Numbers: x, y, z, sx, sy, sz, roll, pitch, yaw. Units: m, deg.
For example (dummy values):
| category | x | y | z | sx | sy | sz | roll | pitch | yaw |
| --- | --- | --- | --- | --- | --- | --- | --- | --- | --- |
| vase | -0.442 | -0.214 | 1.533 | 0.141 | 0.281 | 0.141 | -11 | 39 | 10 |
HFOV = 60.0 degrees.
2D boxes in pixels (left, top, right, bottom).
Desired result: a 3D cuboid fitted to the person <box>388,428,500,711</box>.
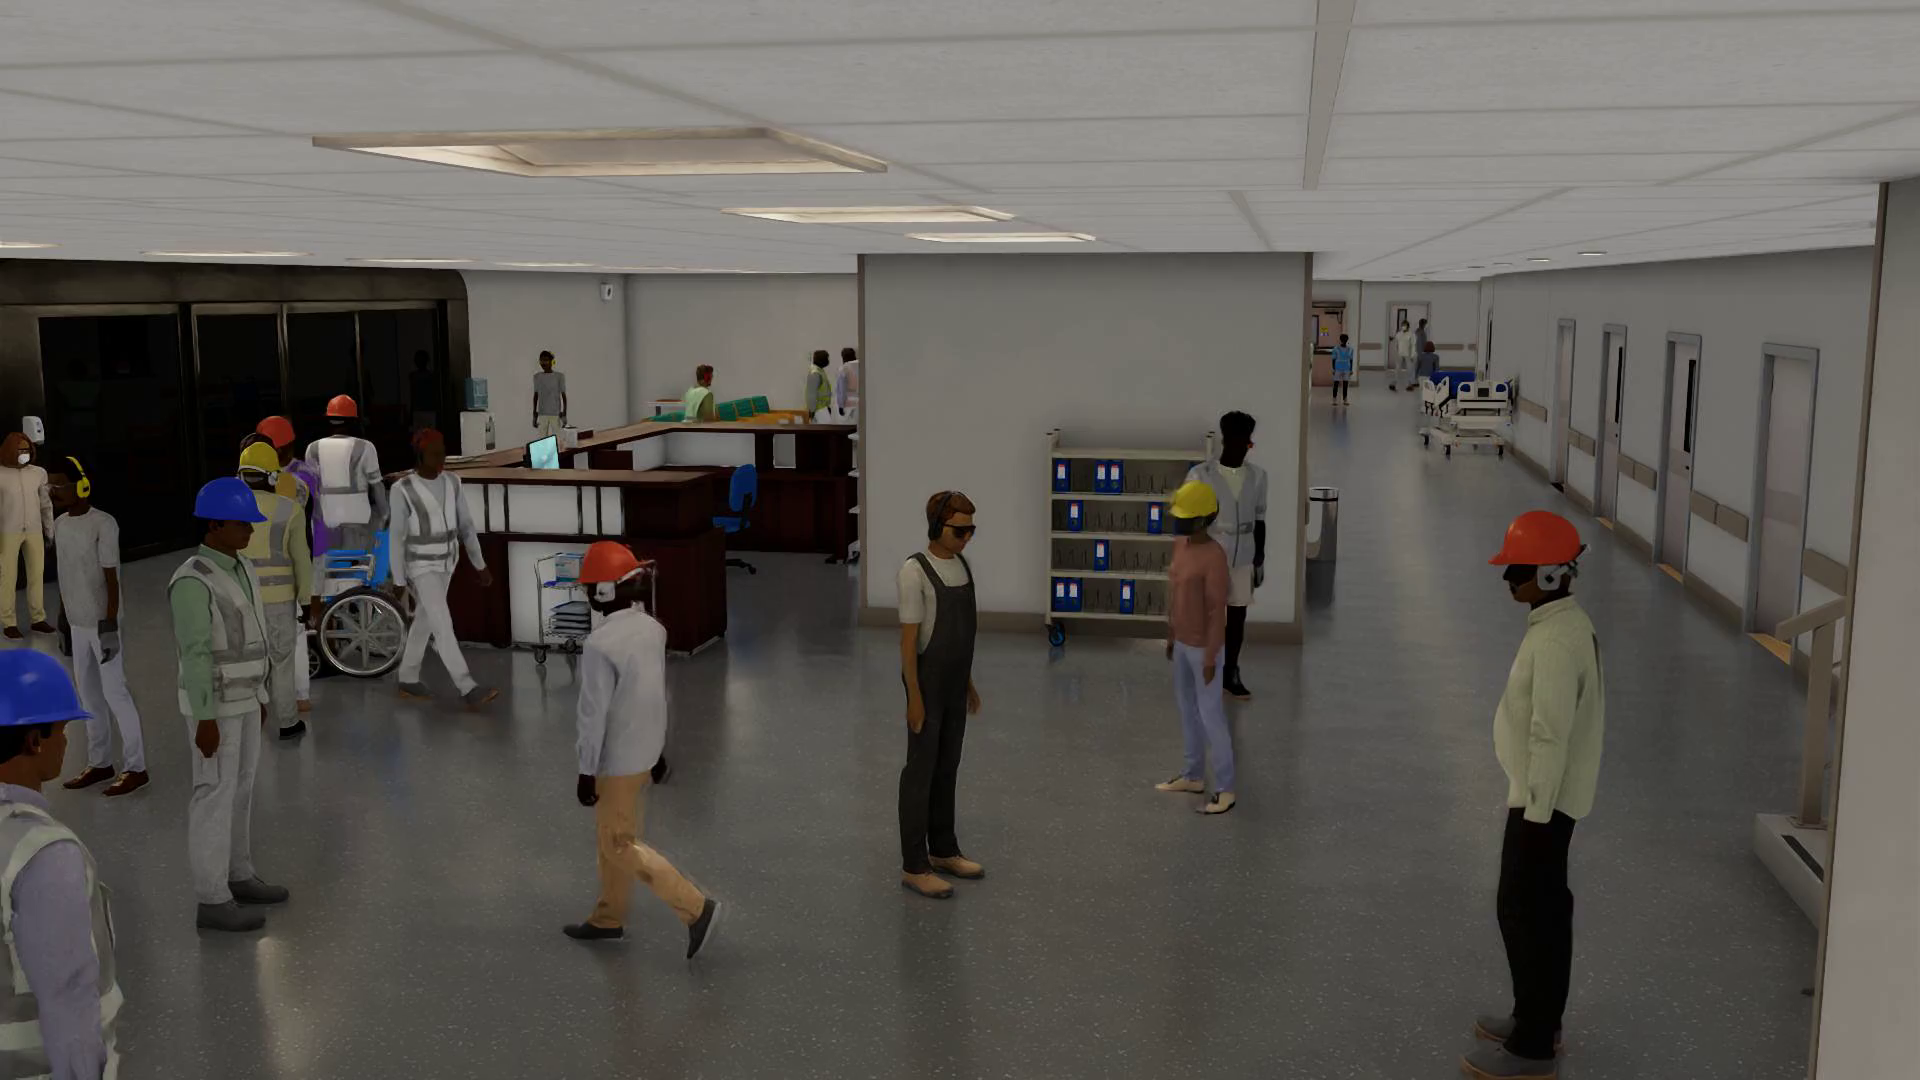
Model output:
| category | x | y | z | sx | sy | sz | roll | pitch | yaw |
| --- | --- | --- | --- | --- | --- | --- | --- | --- | --- |
| person | -3.394 | 0.191 | 10.887 | 0.976 | 1.829 | 0.599 | 4 | 9 | 25 |

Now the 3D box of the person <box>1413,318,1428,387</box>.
| category | x | y | z | sx | sy | sz | roll | pitch | yaw |
| --- | --- | --- | --- | --- | --- | --- | --- | --- | --- |
| person | 12.919 | -5.256 | 46.719 | 0.366 | 1.932 | 0.640 | 3 | 9 | 21 |

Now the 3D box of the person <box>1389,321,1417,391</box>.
| category | x | y | z | sx | sy | sz | roll | pitch | yaw |
| --- | --- | --- | --- | --- | --- | --- | --- | --- | --- |
| person | 11.969 | -4.957 | 44.845 | 0.648 | 1.889 | 1.012 | 8 | 12 | 43 |

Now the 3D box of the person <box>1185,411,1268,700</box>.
| category | x | y | z | sx | sy | sz | roll | pitch | yaw |
| --- | --- | --- | --- | --- | --- | --- | --- | --- | --- |
| person | 1.760 | 0.116 | 11.002 | 0.605 | 1.954 | 0.389 | -3 | 9 | -18 |

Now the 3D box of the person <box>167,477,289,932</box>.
| category | x | y | z | sx | sy | sz | roll | pitch | yaw |
| --- | --- | --- | --- | --- | --- | --- | --- | --- | --- |
| person | -3.157 | 0.693 | 7.193 | 0.409 | 1.943 | 0.615 | 0 | 9 | -3 |

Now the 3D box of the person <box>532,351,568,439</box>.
| category | x | y | z | sx | sy | sz | roll | pitch | yaw |
| --- | --- | --- | --- | --- | --- | --- | --- | --- | --- |
| person | -5.907 | -1.789 | 23.925 | 0.536 | 1.869 | 0.314 | 1 | 9 | 8 |

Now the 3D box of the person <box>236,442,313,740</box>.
| category | x | y | z | sx | sy | sz | roll | pitch | yaw |
| --- | --- | --- | --- | --- | --- | --- | --- | --- | --- |
| person | -4.222 | 0.320 | 10.086 | 0.596 | 1.828 | 0.403 | -1 | 9 | -4 |

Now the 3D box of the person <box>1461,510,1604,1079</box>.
| category | x | y | z | sx | sy | sz | roll | pitch | yaw |
| --- | --- | --- | --- | --- | --- | --- | --- | --- | --- |
| person | 2.027 | 0.881 | 5.835 | 0.405 | 1.984 | 0.630 | 4 | 9 | 24 |

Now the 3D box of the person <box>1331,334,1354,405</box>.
| category | x | y | z | sx | sy | sz | roll | pitch | yaw |
| --- | --- | --- | --- | --- | --- | --- | --- | --- | --- |
| person | 9.059 | -4.035 | 39.409 | 0.529 | 1.692 | 0.321 | 0 | 9 | -2 |

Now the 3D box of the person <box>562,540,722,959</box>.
| category | x | y | z | sx | sy | sz | roll | pitch | yaw |
| --- | --- | --- | --- | --- | --- | --- | --- | --- | --- |
| person | -1.325 | 0.862 | 6.813 | 0.720 | 1.727 | 0.570 | 2 | 9 | 14 |

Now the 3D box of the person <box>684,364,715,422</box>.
| category | x | y | z | sx | sy | sz | roll | pitch | yaw |
| --- | --- | --- | --- | --- | --- | --- | --- | --- | --- |
| person | -3.173 | -1.235 | 20.399 | 0.433 | 1.822 | 0.608 | -5 | 10 | -31 |

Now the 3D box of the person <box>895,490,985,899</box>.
| category | x | y | z | sx | sy | sz | roll | pitch | yaw |
| --- | --- | --- | --- | --- | --- | --- | --- | --- | --- |
| person | -0.087 | 0.686 | 7.592 | 0.345 | 1.840 | 0.506 | 6 | 10 | 33 |

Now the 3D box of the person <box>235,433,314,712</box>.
| category | x | y | z | sx | sy | sz | roll | pitch | yaw |
| --- | --- | --- | --- | --- | --- | --- | --- | --- | --- |
| person | -4.450 | 0.230 | 10.667 | 0.431 | 1.836 | 0.626 | 7 | 11 | 41 |

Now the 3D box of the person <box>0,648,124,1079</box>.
| category | x | y | z | sx | sy | sz | roll | pitch | yaw |
| --- | --- | --- | --- | --- | --- | --- | --- | --- | --- |
| person | -2.086 | 1.209 | 3.809 | 0.629 | 1.930 | 0.456 | 6 | 11 | 36 |

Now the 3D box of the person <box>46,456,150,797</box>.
| category | x | y | z | sx | sy | sz | roll | pitch | yaw |
| --- | --- | --- | --- | --- | --- | --- | --- | --- | --- |
| person | -4.715 | 0.464 | 9.027 | 0.496 | 1.861 | 0.336 | 4 | 10 | 26 |

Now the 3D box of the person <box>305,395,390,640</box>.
| category | x | y | z | sx | sy | sz | roll | pitch | yaw |
| --- | --- | --- | --- | --- | --- | --- | --- | --- | --- |
| person | -4.844 | -0.201 | 13.256 | 0.552 | 1.901 | 0.841 | 1 | 9 | 5 |

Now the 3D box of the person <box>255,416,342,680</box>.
| category | x | y | z | sx | sy | sz | roll | pitch | yaw |
| --- | --- | --- | --- | --- | --- | --- | --- | --- | --- |
| person | -4.606 | 0.071 | 11.538 | 0.610 | 1.882 | 0.584 | -8 | 12 | -44 |

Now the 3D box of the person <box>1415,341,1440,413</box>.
| category | x | y | z | sx | sy | sz | roll | pitch | yaw |
| --- | --- | --- | --- | --- | --- | --- | --- | --- | --- |
| person | 10.374 | -3.616 | 36.954 | 0.510 | 1.591 | 0.843 | 2 | 9 | 16 |

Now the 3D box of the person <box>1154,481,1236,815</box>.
| category | x | y | z | sx | sy | sz | roll | pitch | yaw |
| --- | --- | --- | --- | --- | --- | --- | --- | --- | --- |
| person | 1.255 | 0.558 | 8.787 | 0.373 | 1.743 | 0.606 | -3 | 9 | -18 |

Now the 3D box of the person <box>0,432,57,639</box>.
| category | x | y | z | sx | sy | sz | roll | pitch | yaw |
| --- | --- | --- | --- | --- | --- | --- | --- | --- | --- |
| person | -7.404 | -0.039 | 13.130 | 0.285 | 1.627 | 0.504 | 6 | 10 | 33 |
